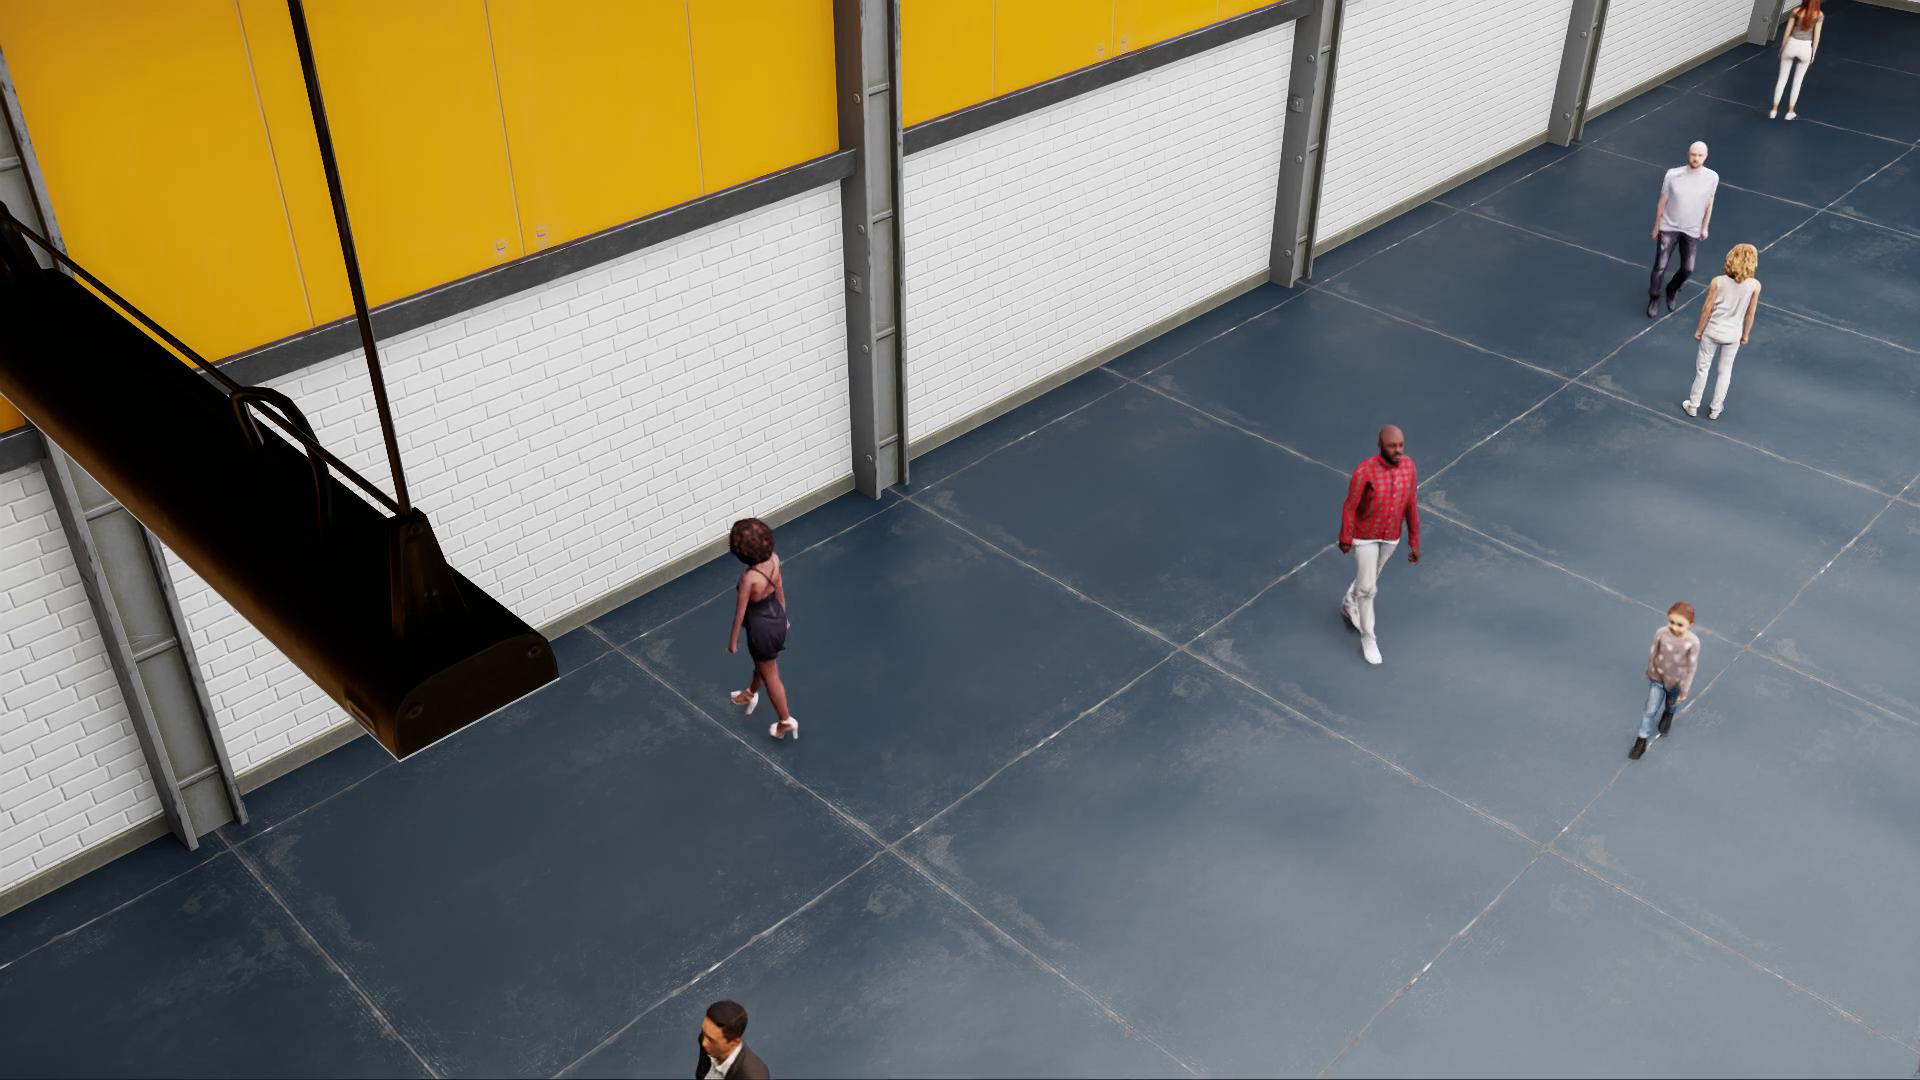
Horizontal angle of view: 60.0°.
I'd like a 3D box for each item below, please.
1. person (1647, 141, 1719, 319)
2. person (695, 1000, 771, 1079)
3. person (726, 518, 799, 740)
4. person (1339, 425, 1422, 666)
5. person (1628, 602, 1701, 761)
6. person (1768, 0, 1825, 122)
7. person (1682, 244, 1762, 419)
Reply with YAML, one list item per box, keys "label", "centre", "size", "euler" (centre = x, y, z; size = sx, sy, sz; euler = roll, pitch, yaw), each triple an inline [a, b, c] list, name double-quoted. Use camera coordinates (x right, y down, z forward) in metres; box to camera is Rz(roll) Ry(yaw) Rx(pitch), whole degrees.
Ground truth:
- label: "person"
  centre: [7.287, -3.169, 16.842]
  size: [0.819, 1.822, 0.840]
  euler: [9, 35, 14]
- label: "person"
  centre: [-1.044, 2.814, 7.856]
  size: [0.545, 1.804, 0.706]
  euler: [-25, 41, -33]
- label: "person"
  centre: [-1.247, 0.644, 11.152]
  size: [0.812, 1.770, 0.881]
  euler: [17, 37, 23]
- label: "person"
  centre: [3.019, -0.091, 12.237]
  size: [1.063, 1.792, 1.017]
  euler: [-11, 35, -16]
- label: "person"
  centre: [4.838, 0.910, 11.290]
  size: [0.570, 1.174, 0.881]
  euler: [20, 39, 27]
- label: "person"
  centre: [10.948, -6.371, 21.747]
  size: [0.652, 1.724, 0.607]
  euler: [17, 37, 24]
- label: "person"
  centre: [6.901, -1.884, 15.045]
  size: [0.685, 1.672, 0.683]
  euler: [9, 35, 14]
